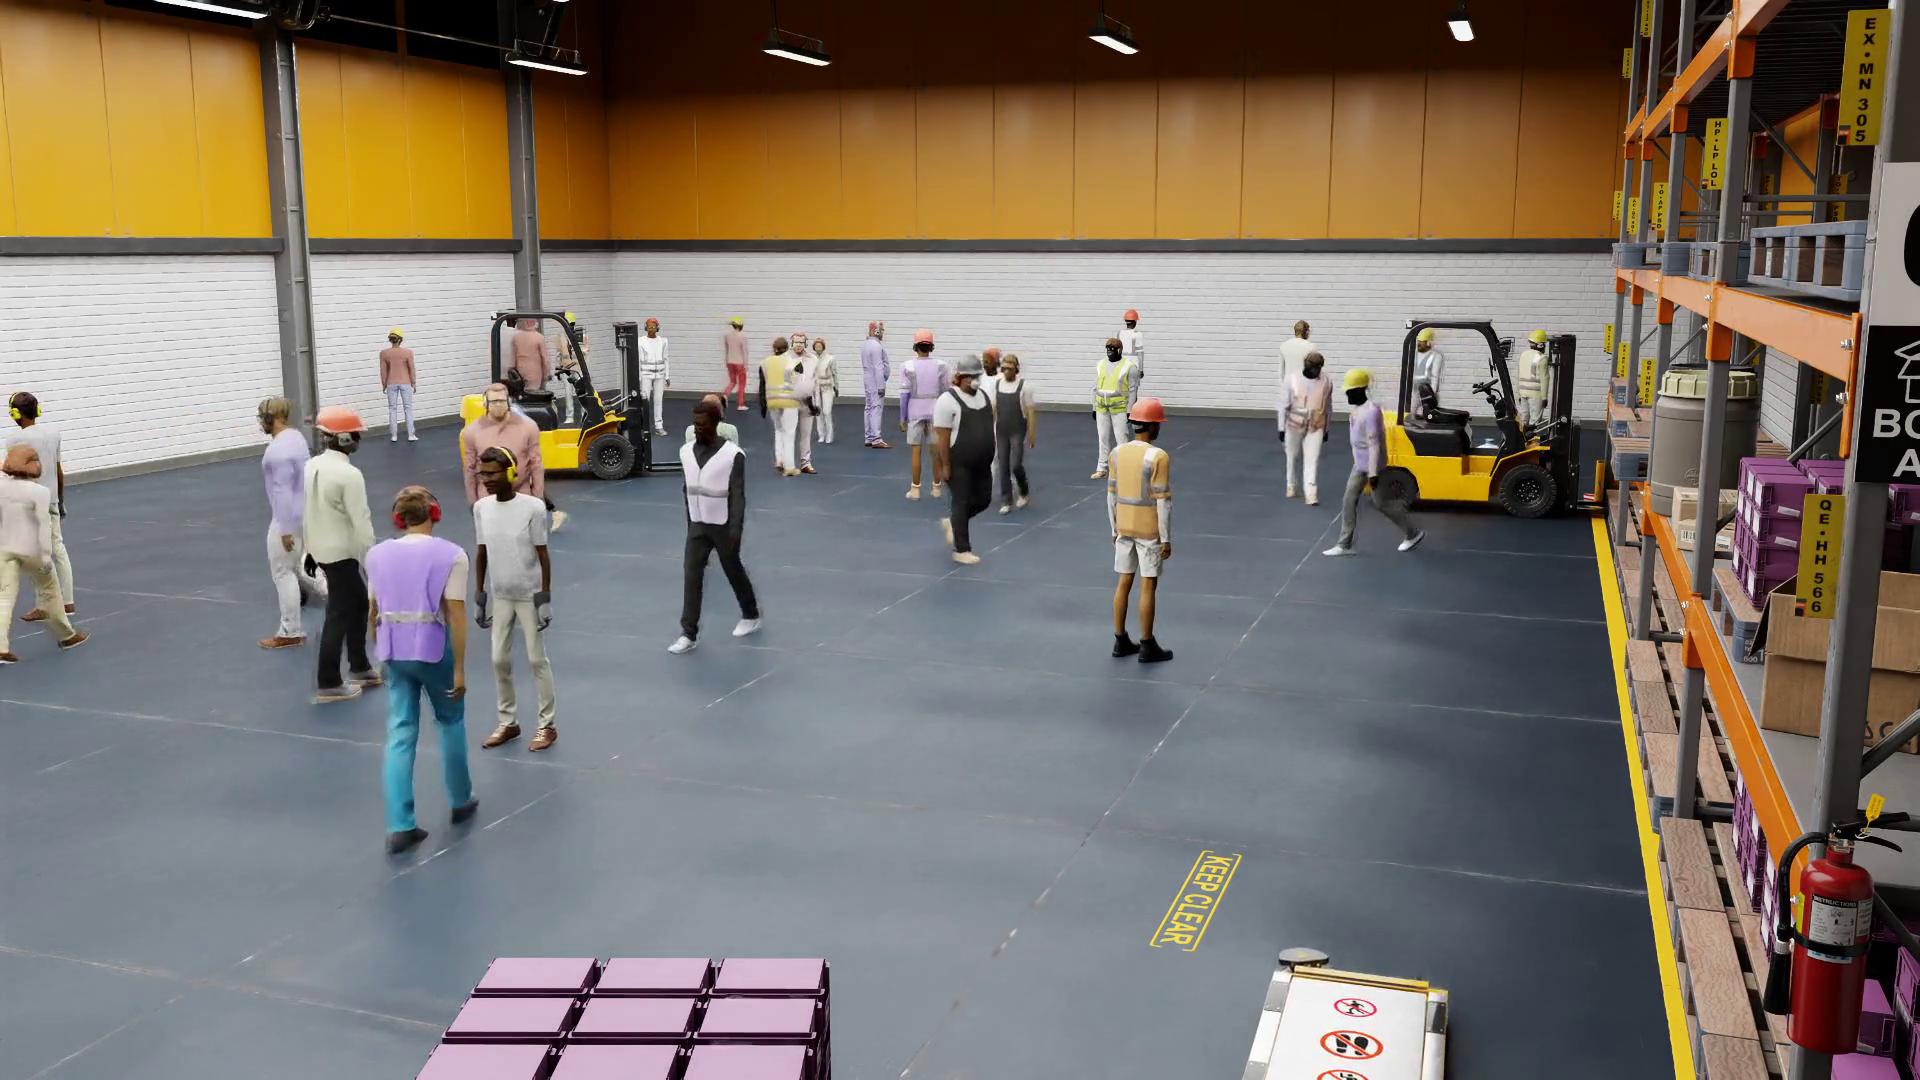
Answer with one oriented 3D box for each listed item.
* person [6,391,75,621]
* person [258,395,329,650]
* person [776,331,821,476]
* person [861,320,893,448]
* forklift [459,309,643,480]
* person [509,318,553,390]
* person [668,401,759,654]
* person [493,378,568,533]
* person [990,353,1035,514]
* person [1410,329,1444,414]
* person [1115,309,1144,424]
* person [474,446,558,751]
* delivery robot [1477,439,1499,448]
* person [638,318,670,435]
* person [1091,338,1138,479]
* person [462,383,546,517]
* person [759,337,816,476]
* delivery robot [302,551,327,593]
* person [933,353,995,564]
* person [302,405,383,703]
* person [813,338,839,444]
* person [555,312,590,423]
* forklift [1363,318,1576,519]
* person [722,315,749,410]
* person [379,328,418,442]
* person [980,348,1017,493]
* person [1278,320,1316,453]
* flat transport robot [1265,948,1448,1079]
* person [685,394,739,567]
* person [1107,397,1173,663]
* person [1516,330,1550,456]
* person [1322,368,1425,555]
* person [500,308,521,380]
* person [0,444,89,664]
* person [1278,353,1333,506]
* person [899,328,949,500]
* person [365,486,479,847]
[{"bbox_3d":[-7.460,-0.270,13.442,0.328,1.865,0.517,3,11,19],"label":"person"},{"bbox_3d":[-4.969,-0.136,12.543,0.600,1.916,0.674,-1,10,-8],"label":"person"},{"bbox_3d":[-2.118,-1.799,21.945,0.643,1.905,0.400,-6,12,-31],"label":"person"},{"bbox_3d":[-1.247,-2.325,24.891,0.409,1.908,0.639,-4,11,-21],"label":"person"},{"bbox_3d":[-5.354,-1.902,21.697,2.313,2.155,1.214,-2,10,-13],"label":"forklift"},{"bbox_3d":[-7.067,-2.785,27.609,0.659,1.874,0.733,5,11,26],"label":"person"},{"bbox_3d":[-1.852,-0.131,12.644,0.606,1.877,0.984,5,11,27],"label":"person"},{"bbox_3d":[-4.532,-0.877,17.440,0.728,1.658,0.553,-2,10,-11],"label":"person"},{"bbox_3d":[0.580,-1.199,18.769,0.523,1.826,0.429,5,11,26],"label":"person"},{"bbox_3d":[6.721,-2.174,24.317,0.723,1.805,0.608,-6,12,-31],"label":"person"},{"bbox_3d":[2.893,-2.939,28.257,0.542,1.939,0.362,8,13,37],"label":"person"},{"bbox_3d":[-2.671,0.352,9.978,0.513,1.859,0.367,3,11,19],"label":"person"},{"bbox_3d":[6.748,-1.046,21.214,0.707,0.478,0.477,-8,12,-38],"label":"delivery robot"},{"bbox_3d":[-4.885,-2.588,26.443,0.574,1.881,0.358,-6,12,-32],"label":"person"},{"bbox_3d":[1.970,-1.680,21.446,0.627,1.844,0.429,6,12,32],"label":"person"},{"bbox_3d":[-3.851,-0.396,14.063,0.666,1.891,0.597,-3,10,-16],"label":"person"},{"bbox_3d":[-2.284,-1.765,21.976,0.711,1.817,0.492,5,11,25],"label":"person"},{"bbox_3d":[-5.561,0.189,14.274,0.477,0.478,0.707,-9,13,-41],"label":"delivery robot"},{"bbox_3d":[0.036,-0.803,15.944,0.698,2.000,0.704,-9,13,-41],"label":"person"},{"bbox_3d":[-4.053,0.081,11.137,0.660,1.967,0.746,10,14,43],"label":"person"},{"bbox_3d":[-2.136,-2.276,25.447,0.520,1.618,0.611,1,10,7],"label":"person"},{"bbox_3d":[-6.521,-2.882,28.014,0.587,1.917,0.413,1,10,8],"label":"person"},{"bbox_3d":[5.787,-1.437,19.079,2.313,2.155,1.214,3,11,19],"label":"forklift"},{"bbox_3d":[-4.109,-3.227,30.408,0.536,1.748,0.488,5,11,28],"label":"person"},{"bbox_3d":[-8.654,-2.386,25.656,0.523,1.760,0.329,-2,10,-9],"label":"person"},{"bbox_3d":[0.402,-1.339,19.514,0.586,1.851,0.933,8,13,38],"label":"person"},{"bbox_3d":[4.934,-2.236,24.314,0.376,1.934,0.629,-9,14,-42],"label":"person"},{"bbox_3d":[1.394,1.856,5.952,0.652,0.197,1.431,3,11,17],"label":"flat transport robot"},{"bbox_3d":[-2.330,-0.556,15.697,0.508,1.632,0.265,-2,10,-12],"label":"person"},{"bbox_3d":[1.338,-0.078,12.154,0.375,1.935,0.551,-9,14,-42],"label":"person"},{"bbox_3d":[8.193,-2.082,23.732,0.403,1.830,0.601,-4,11,-20],"label":"person"},{"bbox_3d":[4.084,-0.755,16.227,0.960,1.863,0.601,-2,10,-9],"label":"person"},{"bbox_3d":[-7.595,-2.949,28.259,0.602,1.959,0.371,4,11,22],"label":"person"},{"bbox_3d":[-6.840,0.087,12.193,0.514,1.587,0.854,2,10,9],"label":"person"},{"bbox_3d":[4.080,-1.330,19.679,0.635,1.781,1.000,1,10,5],"label":"person"},{"bbox_3d":[-0.435,-1.490,19.802,0.613,2.043,0.374,-3,11,-18],"label":"person"},{"bbox_3d":[-2.761,0.629,8.563,0.587,1.796,0.869,1,10,6],"label":"person"}]
